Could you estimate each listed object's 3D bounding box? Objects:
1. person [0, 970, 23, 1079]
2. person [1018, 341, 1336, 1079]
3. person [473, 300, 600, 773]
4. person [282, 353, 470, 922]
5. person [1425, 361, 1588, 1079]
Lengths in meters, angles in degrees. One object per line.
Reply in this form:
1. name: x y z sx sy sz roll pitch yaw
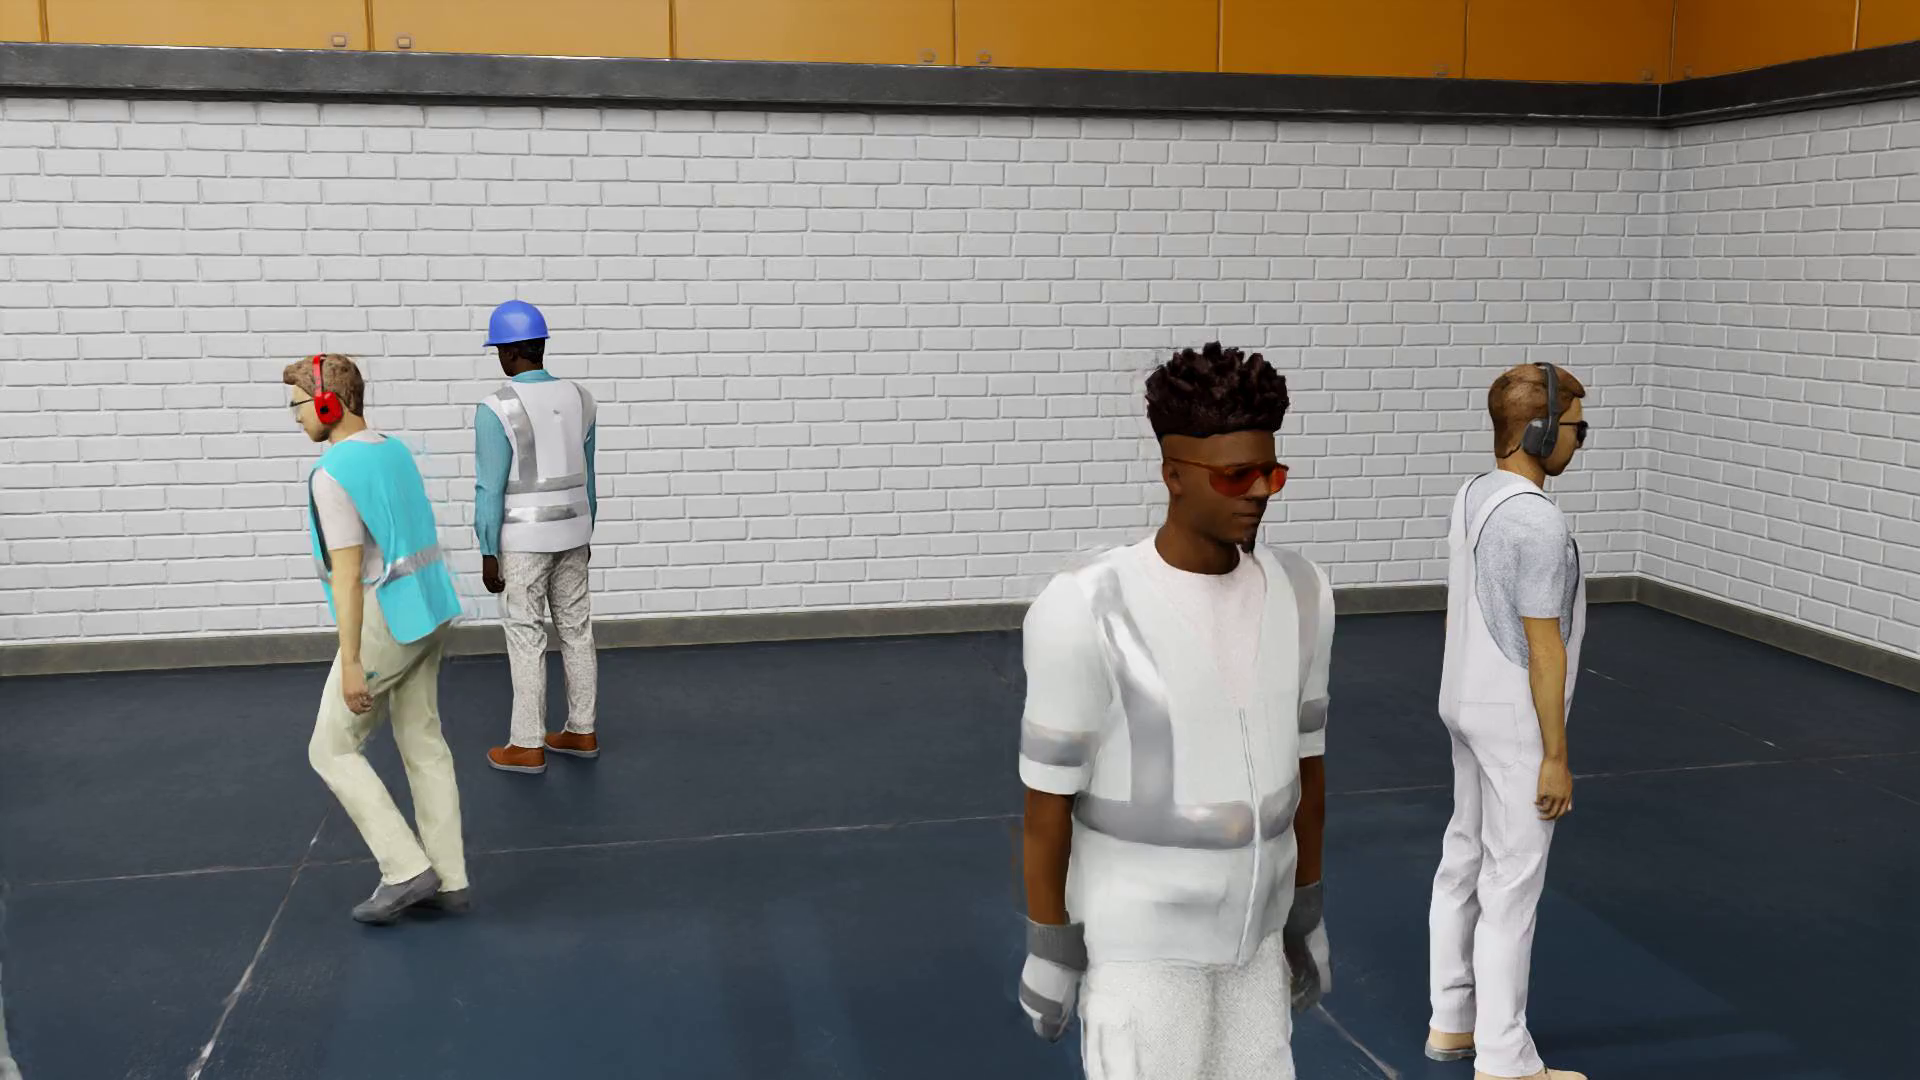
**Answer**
1. person: -1.305 0.941 1.754 0.558 1.700 0.818 -2 10 -14
2. person: 0.355 0.628 2.909 0.609 1.954 0.526 -6 11 -31
3. person: -1.748 -0.010 6.861 0.416 1.939 0.604 6 11 34
4. person: -1.822 0.318 5.248 0.516 1.805 0.613 1 9 9
5. person: 1.379 0.480 4.156 0.345 1.844 0.504 -1 9 -9
